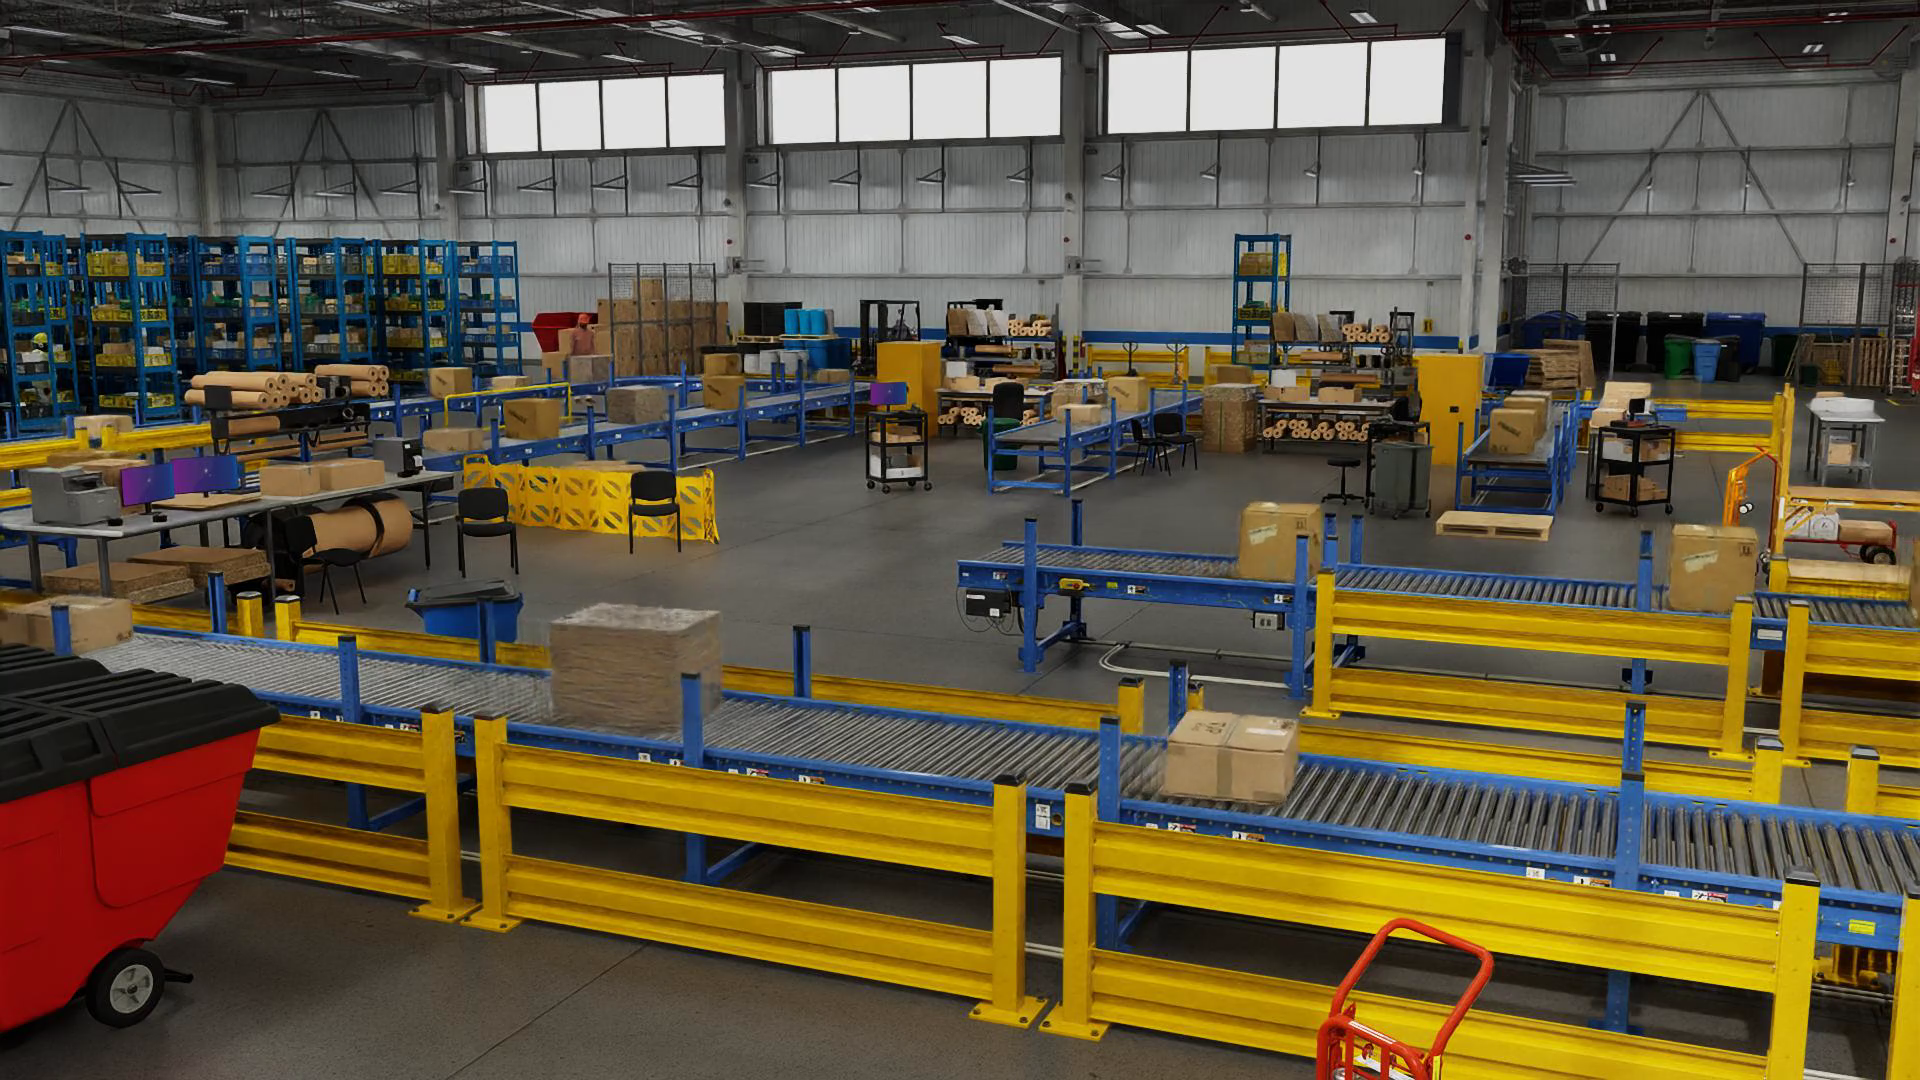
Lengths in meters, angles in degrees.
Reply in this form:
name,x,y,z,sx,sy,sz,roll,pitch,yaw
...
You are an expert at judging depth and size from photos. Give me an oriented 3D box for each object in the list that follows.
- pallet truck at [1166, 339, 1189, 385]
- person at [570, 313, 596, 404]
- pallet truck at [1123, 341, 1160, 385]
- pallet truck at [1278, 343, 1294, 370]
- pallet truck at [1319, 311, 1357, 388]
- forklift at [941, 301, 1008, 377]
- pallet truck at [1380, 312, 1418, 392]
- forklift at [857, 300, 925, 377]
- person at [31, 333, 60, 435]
name,x,y,z,sx,sy,sz,roll,pitch,yaw
pallet truck,5.418,-4.269,40.420,0.704,1.261,1.522,3,10,20
person,-8.289,-3.988,36.619,0.609,1.985,0.394,-8,12,-39
pallet truck,4.445,-4.380,41.279,0.680,1.201,1.601,4,10,22
pallet truck,7.886,-4.163,39.743,0.653,1.274,1.630,4,10,22
pallet truck,9.071,-4.419,39.190,0.823,1.965,1.885,5,10,26
forklift,0.365,-4.966,41.571,1.157,1.987,2.680,3,10,20
pallet truck,10.207,-4.283,38.369,0.823,1.965,1.885,3,10,20
forklift,-1.732,-5.109,42.468,1.157,1.987,2.680,4,10,22
person,-16.428,-2.791,29.826,0.403,1.832,0.593,-7,12,-37
